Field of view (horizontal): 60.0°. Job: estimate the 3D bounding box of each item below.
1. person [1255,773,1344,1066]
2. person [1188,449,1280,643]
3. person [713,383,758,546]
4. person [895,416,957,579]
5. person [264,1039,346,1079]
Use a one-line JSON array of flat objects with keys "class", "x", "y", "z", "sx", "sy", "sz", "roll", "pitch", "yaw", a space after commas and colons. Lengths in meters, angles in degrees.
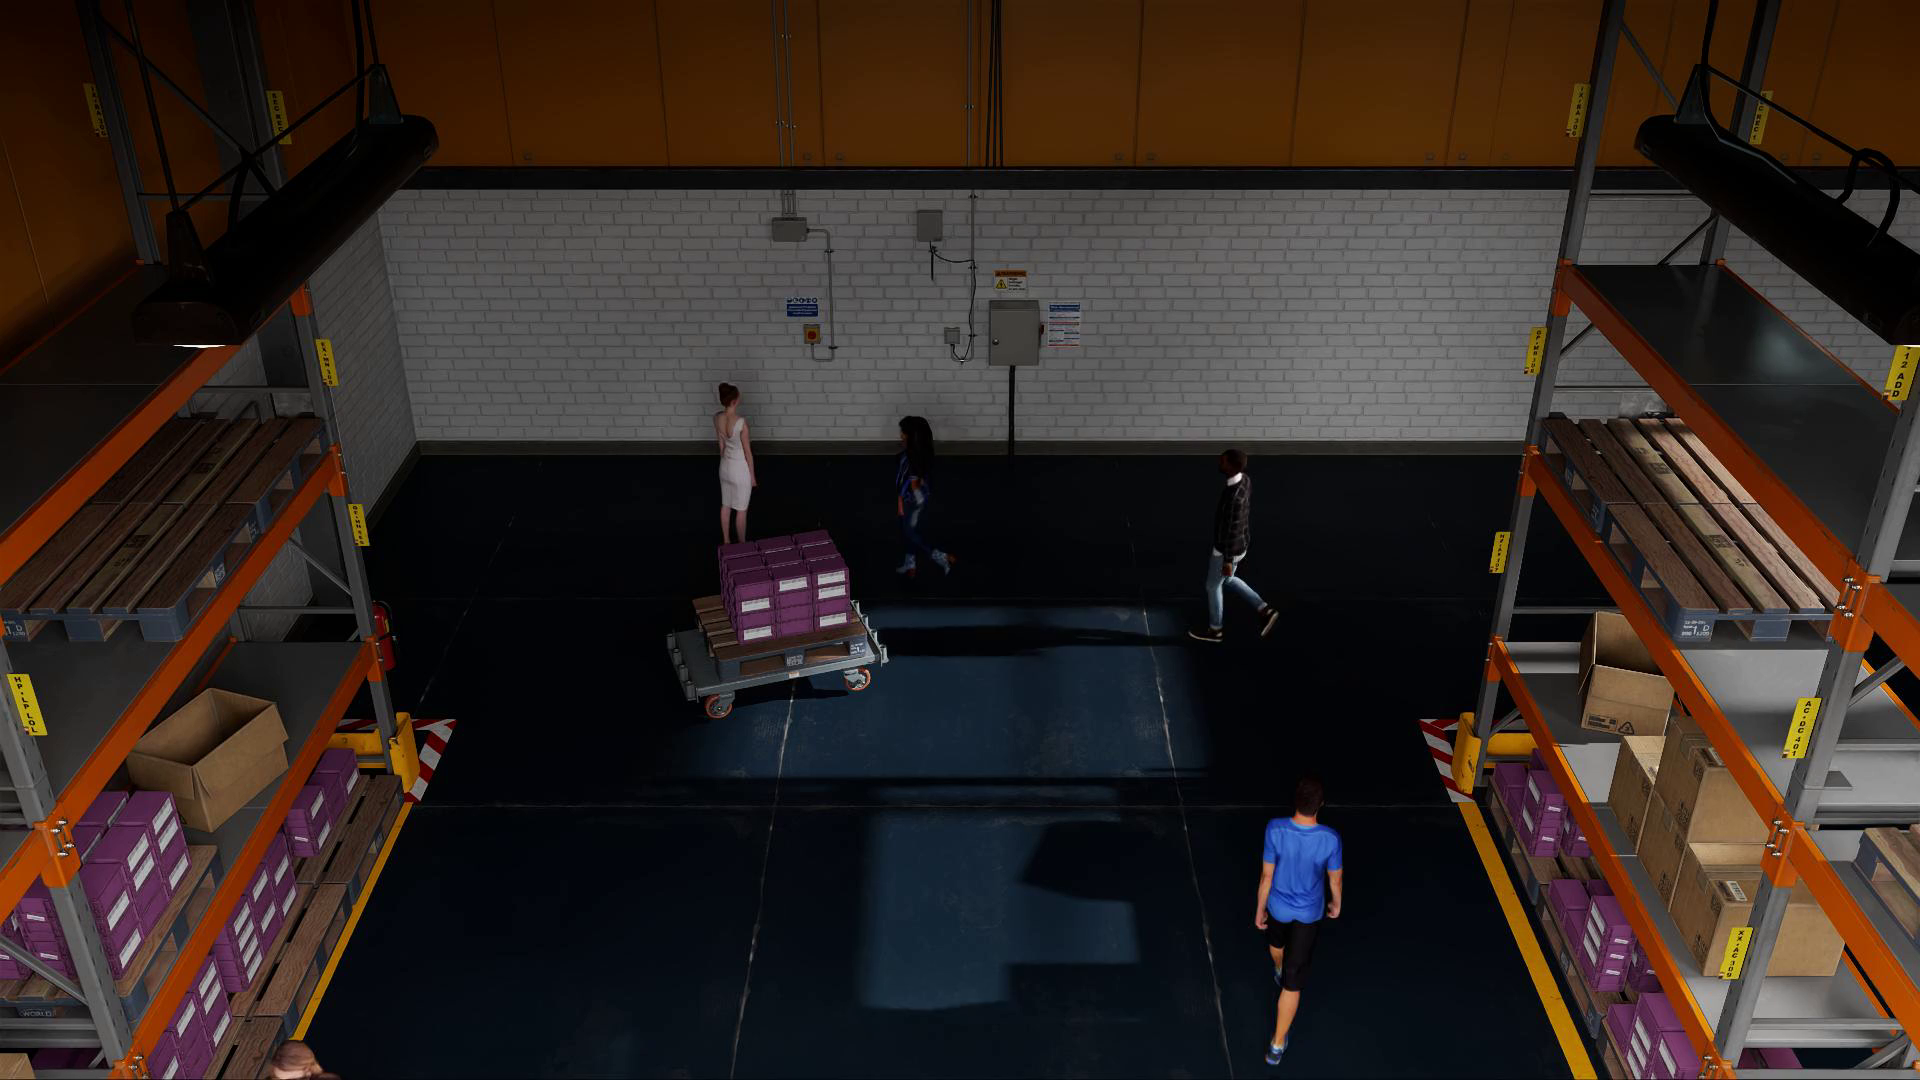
[{"class": "person", "x": 1.958, "y": 2.261, "z": 9.806, "sx": 0.910, "sy": 1.813, "sz": 1.306, "roll": 9, "pitch": 30, "yaw": 16}, {"class": "person", "x": 2.337, "y": 0.078, "z": 13.819, "sx": 0.944, "sy": 1.801, "sz": 1.018, "roll": 10, "pitch": 30, "yaw": 18}, {"class": "person", "x": -2.054, "y": -0.601, "z": 15.075, "sx": 0.631, "sy": 1.792, "sz": 0.667, "roll": 21, "pitch": 35, "yaw": 33}, {"class": "person", "x": -0.349, "y": -0.343, "z": 14.789, "sx": 0.911, "sy": 1.612, "sz": 0.926, "roll": 13, "pitch": 31, "yaw": 22}, {"class": "person", "x": -3.215, "y": 3.116, "z": 8.351, "sx": 0.618, "sy": 1.704, "sz": 0.524, "roll": -2, "pitch": 29, "yaw": -4}]
